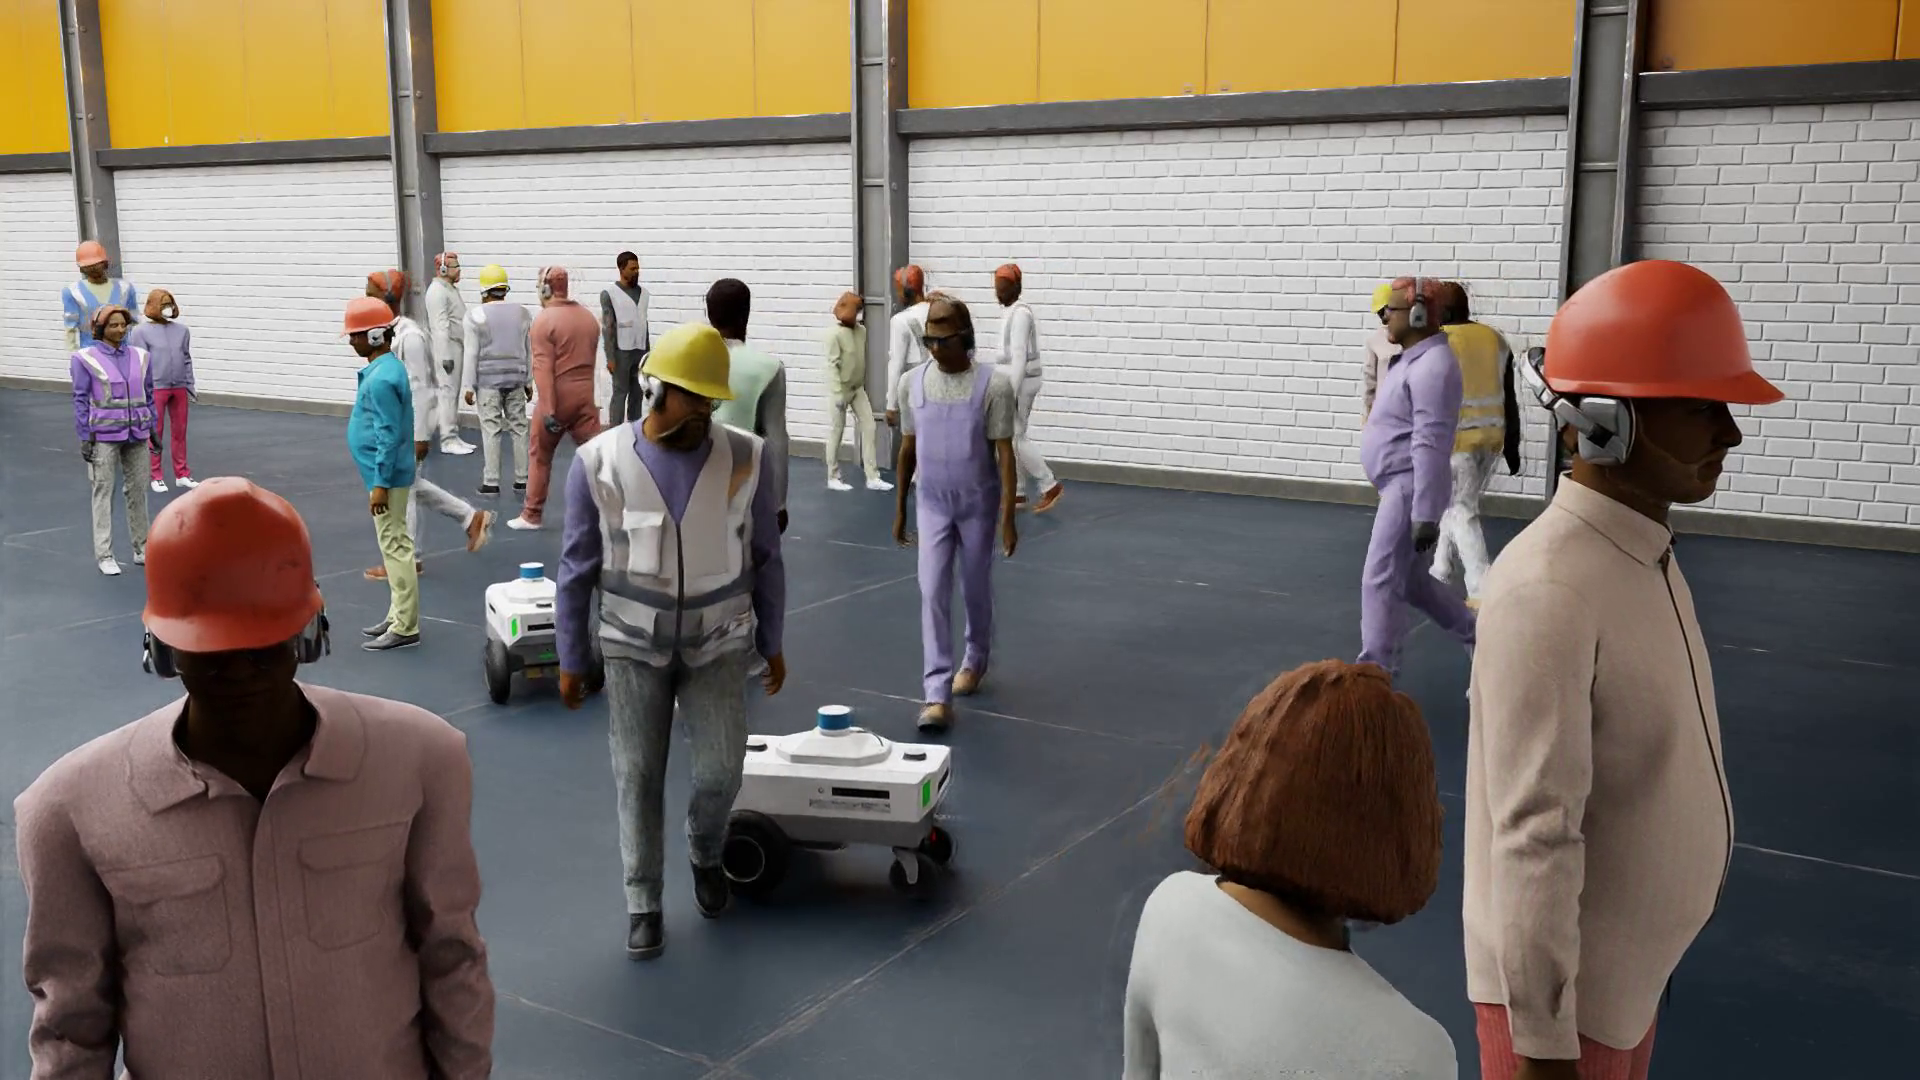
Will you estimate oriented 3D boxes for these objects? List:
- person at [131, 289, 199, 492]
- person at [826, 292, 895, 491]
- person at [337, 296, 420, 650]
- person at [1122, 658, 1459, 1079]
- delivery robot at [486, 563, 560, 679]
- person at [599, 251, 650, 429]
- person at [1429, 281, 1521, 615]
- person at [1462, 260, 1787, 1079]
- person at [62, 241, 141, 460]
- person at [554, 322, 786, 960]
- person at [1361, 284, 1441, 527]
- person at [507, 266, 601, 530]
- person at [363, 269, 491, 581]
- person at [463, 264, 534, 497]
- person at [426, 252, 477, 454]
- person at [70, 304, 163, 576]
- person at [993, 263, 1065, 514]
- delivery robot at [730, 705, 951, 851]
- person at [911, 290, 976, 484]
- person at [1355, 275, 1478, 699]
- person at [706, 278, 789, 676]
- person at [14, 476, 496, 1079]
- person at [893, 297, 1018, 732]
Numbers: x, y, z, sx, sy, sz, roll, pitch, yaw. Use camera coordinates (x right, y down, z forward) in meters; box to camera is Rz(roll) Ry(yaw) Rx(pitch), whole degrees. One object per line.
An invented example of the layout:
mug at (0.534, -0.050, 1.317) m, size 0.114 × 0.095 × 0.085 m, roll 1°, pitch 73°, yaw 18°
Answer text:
person at (-6.422, -1.210, 13.464) m, size 0.276 × 1.632 × 0.507 m, roll 6°, pitch 12°, yaw 31°
person at (-0.821, -1.174, 13.309) m, size 0.705 × 1.602 × 0.535 m, roll 7°, pitch 12°, yaw 34°
person at (-2.877, -0.333, 8.279) m, size 0.330 × 1.748 × 0.560 m, roll -3°, pitch 11°, yaw -17°
person at (0.269, 0.915, 1.772) m, size 0.730 × 1.607 × 0.504 m, roll -4°, pitch 11°, yaw -21°
delivery robot at (-1.935, 0.348, 7.560) m, size 0.477 × 0.478 × 0.707 m, roll -5°, pitch 11°, yaw -24°
person at (-3.141, -1.760, 15.725) m, size 0.379 × 1.916 × 0.596 m, roll 6°, pitch 12°, yaw 31°
person at (2.701, -0.502, 9.090) m, size 0.650 × 1.791 × 0.901 m, roll -5°, pitch 11°, yaw -25°
person at (0.899, 0.610, 2.376) m, size 0.382 × 1.993 × 0.622 m, roll 6°, pitch 12°, yaw 31°
person at (-7.718, -1.668, 15.037) m, size 0.658 × 2.014 × 0.555 m, roll -8°, pitch 13°, yaw -37°
person at (-0.813, 0.288, 4.700) m, size 0.651 × 1.804 × 0.414 m, roll -2°, pitch 10°, yaw -12°
person at (3.173, -0.920, 11.633) m, size 0.733 × 1.717 × 0.356 m, roll 4°, pitch 11°, yaw 21°
person at (-2.689, -0.964, 11.502) m, size 1.003 × 1.856 × 0.647 m, roll 6°, pitch 12°, yaw 28°
person at (-3.253, -0.704, 10.047) m, size 0.748 × 1.859 × 0.585 m, roll -7°, pitch 13°, yaw -35°
person at (-3.650, -1.258, 13.167) m, size 0.593 × 1.837 × 0.404 m, roll -9°, pitch 13°, yaw -40°
person at (-4.833, -1.774, 15.831) m, size 0.410 × 1.909 × 0.642 m, roll -2°, pitch 10°, yaw -10°
person at (-5.131, -0.614, 10.151) m, size 0.306 × 1.637 × 0.522 m, roll 6°, pitch 12°, yaw 31°
person at (0.479, -1.119, 12.349) m, size 0.486 × 1.859 × 0.650 m, roll -1°, pitch 10°, yaw -8°
delivery robot at (-0.392, 0.766, 5.245) m, size 0.707 × 0.478 × 0.477 m, roll 2°, pitch 10°, yaw 10°
person at (-0.138, -1.247, 13.735) m, size 0.601 × 1.616 × 0.343 m, roll -4°, pitch 11°, yaw -19°
person at (1.995, -0.192, 7.153) m, size 0.775 × 1.882 × 0.644 m, roll 2°, pitch 10°, yaw 11°
person at (-1.057, -0.218, 7.342) m, size 0.589 × 1.871 × 1.032 m, roll 4°, pitch 11°, yaw 19°
person at (-0.881, 0.777, 2.161) m, size 0.557 × 1.743 × 0.360 m, roll -5°, pitch 11°, yaw -25°
person at (-0.015, -0.131, 7.076) m, size 0.570 × 1.814 × 0.871 m, roll 3°, pitch 11°, yaw 14°
